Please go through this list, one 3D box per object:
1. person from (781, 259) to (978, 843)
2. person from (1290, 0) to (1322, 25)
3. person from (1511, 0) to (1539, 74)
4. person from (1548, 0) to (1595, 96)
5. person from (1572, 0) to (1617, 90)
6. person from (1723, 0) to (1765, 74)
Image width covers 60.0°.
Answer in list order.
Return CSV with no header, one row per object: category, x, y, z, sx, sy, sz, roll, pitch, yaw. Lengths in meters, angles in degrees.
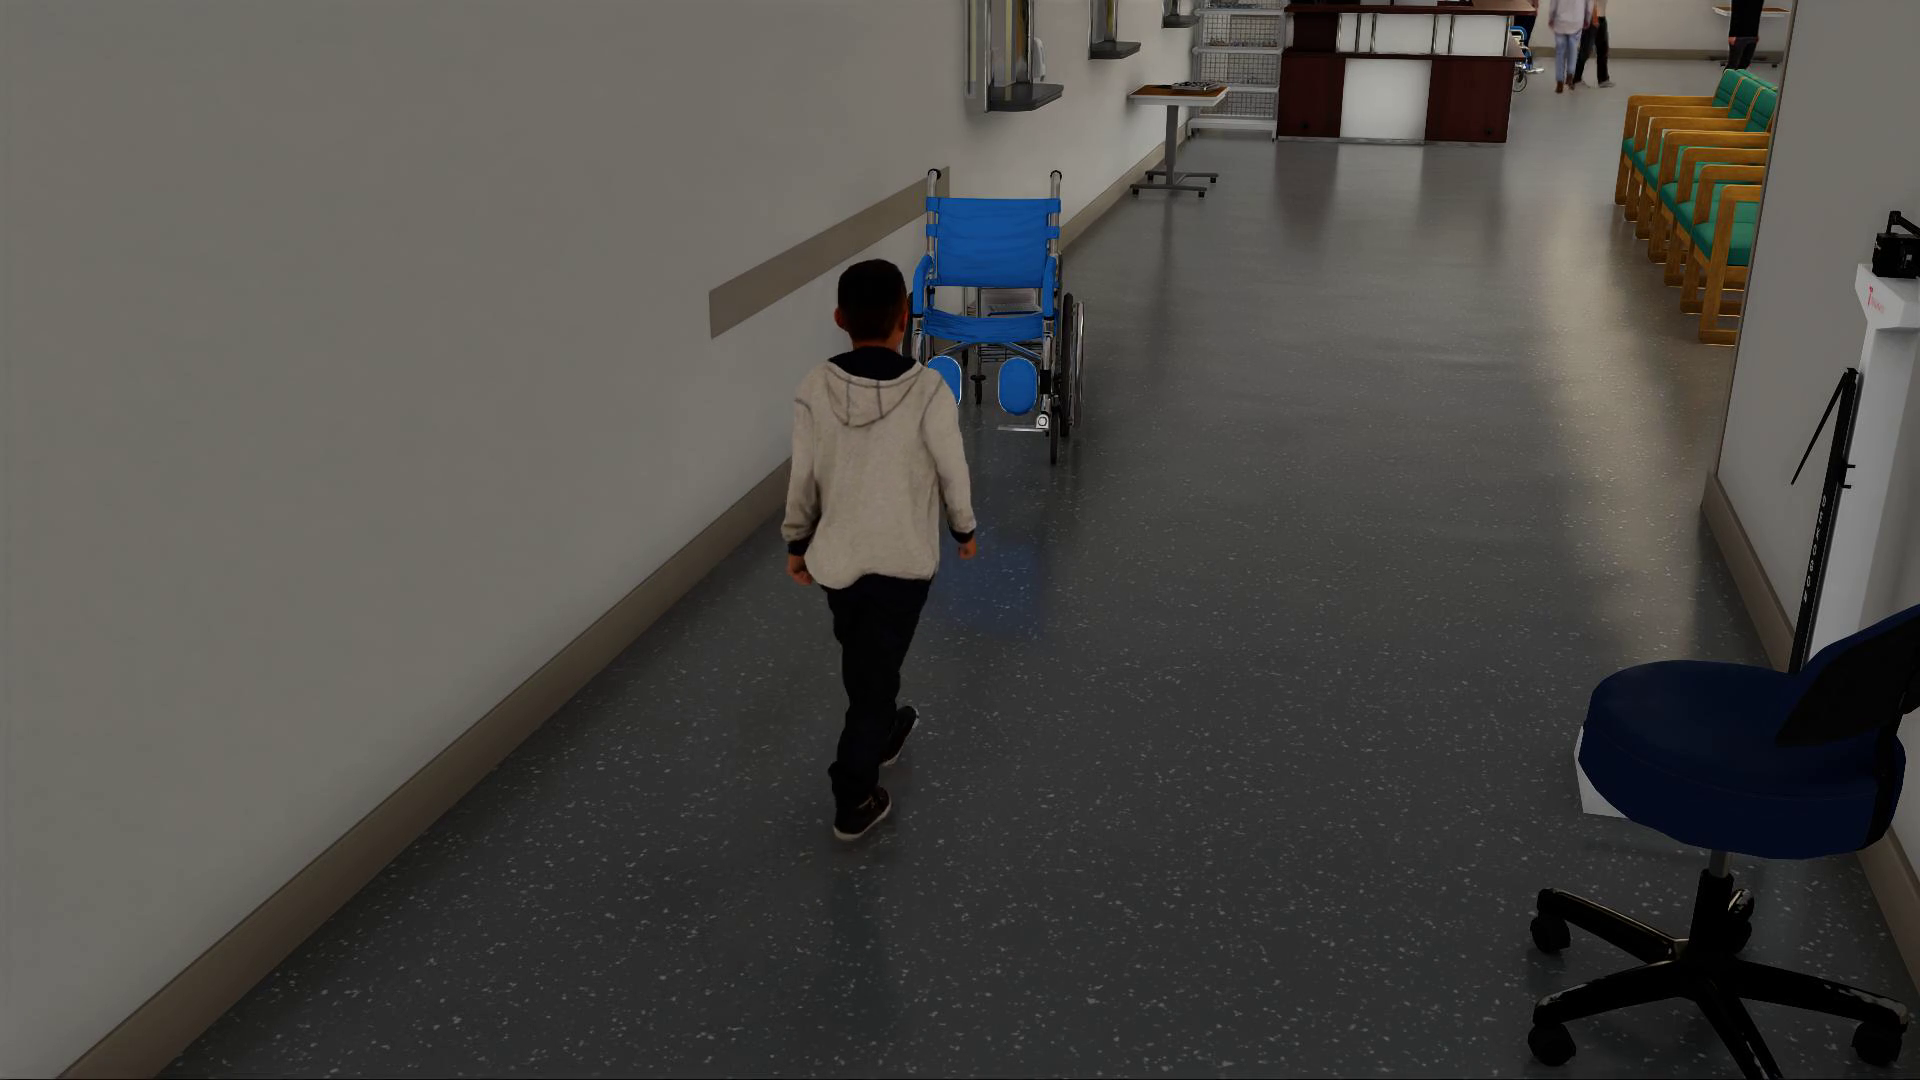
person,-0.248,0.067,4.114,0.831,1.420,0.729,9,23,22
person,5.089,-7.808,24.575,0.508,1.654,0.667,5,21,12
person,8.222,-7.774,24.217,0.736,1.843,0.737,-6,22,-16
person,7.745,-6.601,21.146,0.525,1.825,0.731,7,22,17
person,8.210,-6.814,21.772,0.935,1.780,1.013,-19,28,-41
person,9.488,-6.151,20.103,0.707,1.722,0.772,-11,23,-27
